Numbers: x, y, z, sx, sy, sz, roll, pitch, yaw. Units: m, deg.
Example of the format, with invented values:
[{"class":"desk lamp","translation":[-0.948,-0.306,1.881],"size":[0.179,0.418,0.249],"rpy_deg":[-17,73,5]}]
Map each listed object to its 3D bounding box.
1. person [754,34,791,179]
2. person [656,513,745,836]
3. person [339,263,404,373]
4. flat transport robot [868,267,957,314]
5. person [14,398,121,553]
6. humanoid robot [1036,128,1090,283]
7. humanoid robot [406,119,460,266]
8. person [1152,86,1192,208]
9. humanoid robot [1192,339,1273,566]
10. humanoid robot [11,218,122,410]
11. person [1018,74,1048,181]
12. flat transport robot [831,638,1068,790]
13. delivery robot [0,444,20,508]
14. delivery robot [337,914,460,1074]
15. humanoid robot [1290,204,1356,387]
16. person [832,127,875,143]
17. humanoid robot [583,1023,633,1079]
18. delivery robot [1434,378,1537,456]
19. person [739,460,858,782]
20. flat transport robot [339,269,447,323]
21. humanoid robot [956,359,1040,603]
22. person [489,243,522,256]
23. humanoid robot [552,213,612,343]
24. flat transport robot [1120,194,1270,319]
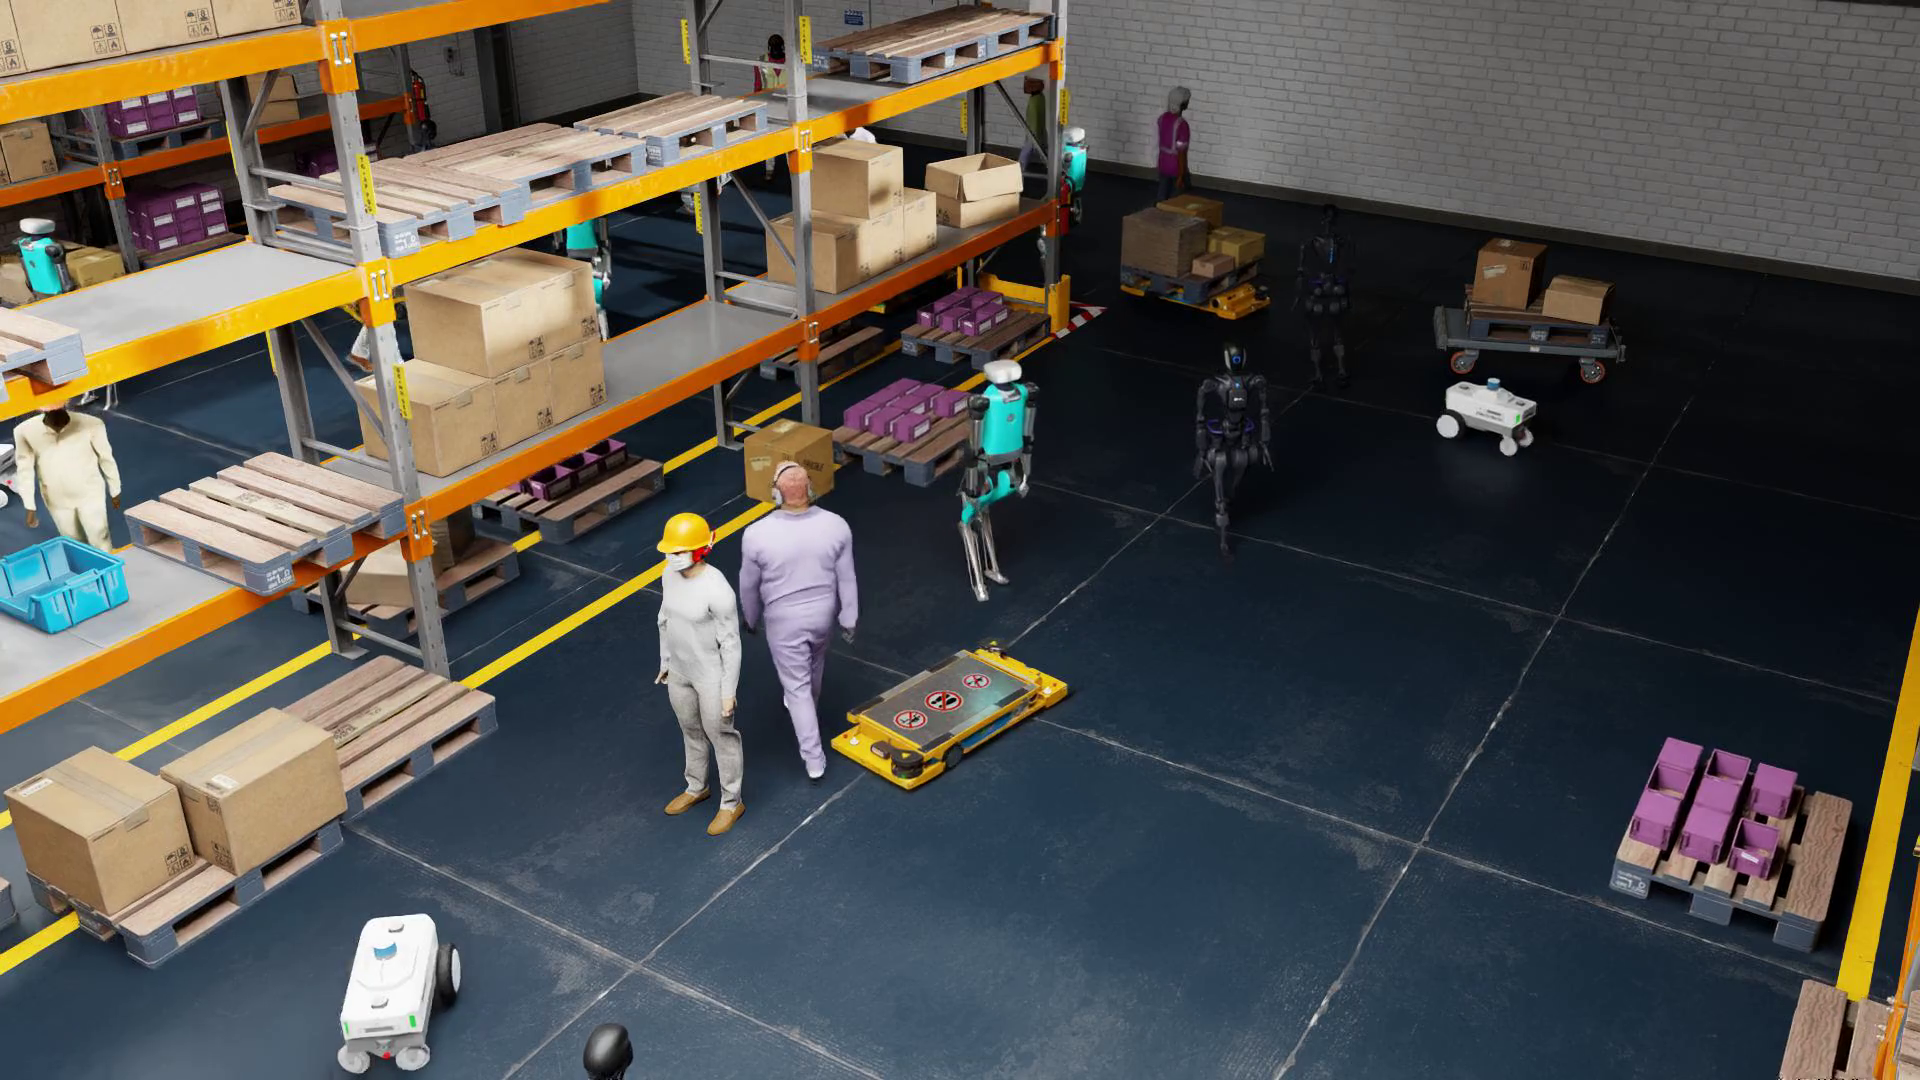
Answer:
[{"class":"person","translation":[-2.329,-5.581,21.459],"size":[0.632,1.841,0.429],"rpy_deg":[-3,27,-5]},{"class":"person","translation":[-1.412,0.712,9.001],"size":[0.562,1.896,0.360],"rpy_deg":[19,32,32]},{"class":"person","translation":[-5.318,-2.335,14.993],"size":[0.882,1.908,0.641],"rpy_deg":[7,28,13]},{"class":"flat transport robot","translation":[-0.648,-2.712,17.542],"size":[0.659,0.231,1.431],"rpy_deg":[17,31,29]},{"class":"person","translation":[-5.945,-0.276,11.136],"size":[0.579,1.717,0.709],"rpy_deg":[-8,28,-14]},{"class":"humanoid robot","translation":[0.980,-3.362,17.301],"size":[0.691,1.882,0.547],"rpy_deg":[14,30,25]},{"class":"humanoid robot","translation":[-5.685,-3.704,17.957],"size":[0.610,1.642,0.648],"rpy_deg":[2,27,4]},{"class":"person","translation":[2.394,-4.199,18.782],"size":[0.838,1.830,0.500],"rpy_deg":[-18,32,-31]},{"class":"humanoid robot","translation":[1.976,-0.680,12.048],"size":[0.588,1.636,0.787],"rpy_deg":[-4,27,-8]},{"class":"humanoid robot","translation":[-7.661,-1.977,14.462],"size":[0.533,1.786,0.696],"rpy_deg":[11,29,21]},{"class":"person","translation":[0.934,-4.975,20.537],"size":[0.868,1.583,0.509],"rpy_deg":[10,29,19]},{"class":"flat transport robot","translation":[-0.047,1.039,10.150],"size":[0.659,0.231,1.431],"rpy_deg":[23,35,38]},{"class":"delivery robot","translation":[-7.761,-0.560,12.979],"size":[0.782,0.589,0.499],"rpy_deg":[2,27,4]},{"class":"delivery robot","translation":[-2.657,2.092,7.781],"size":[0.522,0.614,0.785],"rpy_deg":[-4,27,-8]},{"class":"humanoid robot","translation":[3.292,-2.200,14.992],"size":[0.583,1.642,0.387],"rpy_deg":[-4,27,-7]},{"class":"person","translation":[-1.178,-4.008,18.492],"size":[0.570,1.726,0.436],"rpy_deg":[15,30,27]},{"class":"humanoid robot","translation":[-1.183,2.386,5.985],"size":[0.604,1.621,0.789],"rpy_deg":[-2,27,-4]},{"class":"delivery robot","translation":[4.437,-1.068,13.996],"size":[0.807,0.603,0.499],"rpy_deg":[24,35,39]},{"class":"person","translation":[-0.927,0.433,9.603],"size":[0.639,1.860,0.901],"rpy_deg":[-13,30,-24]},{"class":"flat transport robot","translation":[-5.621,-2.545,17.212],"size":[1.431,0.231,0.659],"rpy_deg":[-19,33,-33]},{"class":"humanoid robot","translation":[0.169,-0.466,11.474],"size":[0.530,1.771,0.700],"rpy_deg":[-15,31,-28]},{"class":"person","translation":[-4.297,-2.662,15.626],"size":[0.494,1.925,0.777],"rpy_deg":[20,33,34]},{"class":"humanoid robot","translation":[-3.526,-2.527,15.580],"size":[0.538,1.821,0.659],"rpy_deg":[-7,28,-14]},{"class":"flat transport robot","translation":[2.446,-2.605,17.331],"size":[1.431,0.231,0.659],"rpy_deg":[22,34,36]}]
